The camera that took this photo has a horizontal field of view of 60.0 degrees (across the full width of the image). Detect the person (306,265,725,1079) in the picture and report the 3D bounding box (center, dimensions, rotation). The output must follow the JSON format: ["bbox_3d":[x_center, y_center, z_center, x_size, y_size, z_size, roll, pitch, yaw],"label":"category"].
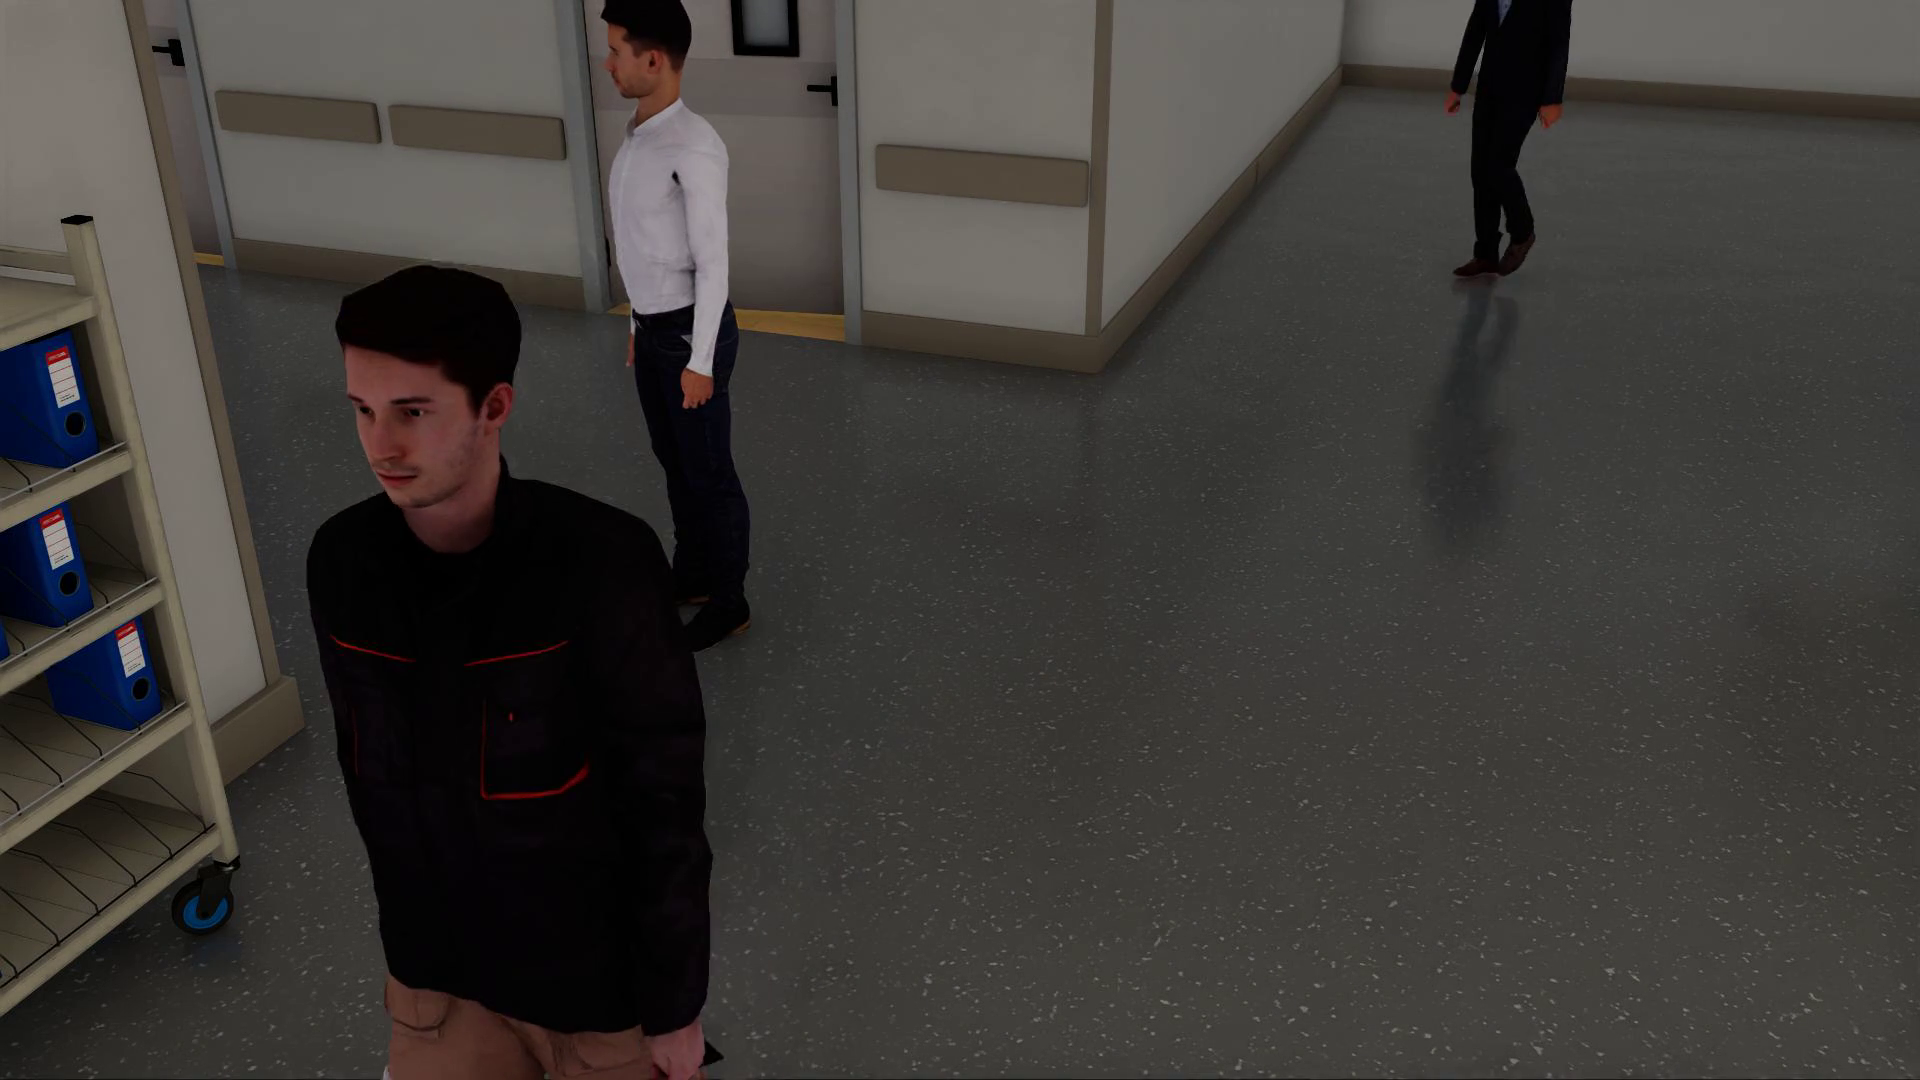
[{"bbox_3d":[-0.532,0.547,2.318,0.888,1.888,1.292,3,26,6],"label":"person"}]

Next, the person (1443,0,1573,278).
[{"bbox_3d":[2.700,-2.163,7.983,0.862,1.850,0.811,-15,29,-28],"label":"person"}]

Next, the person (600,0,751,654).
[{"bbox_3d":[-0.781,-0.596,4.709,0.774,1.871,0.726,-14,29,-27],"label":"person"}]
